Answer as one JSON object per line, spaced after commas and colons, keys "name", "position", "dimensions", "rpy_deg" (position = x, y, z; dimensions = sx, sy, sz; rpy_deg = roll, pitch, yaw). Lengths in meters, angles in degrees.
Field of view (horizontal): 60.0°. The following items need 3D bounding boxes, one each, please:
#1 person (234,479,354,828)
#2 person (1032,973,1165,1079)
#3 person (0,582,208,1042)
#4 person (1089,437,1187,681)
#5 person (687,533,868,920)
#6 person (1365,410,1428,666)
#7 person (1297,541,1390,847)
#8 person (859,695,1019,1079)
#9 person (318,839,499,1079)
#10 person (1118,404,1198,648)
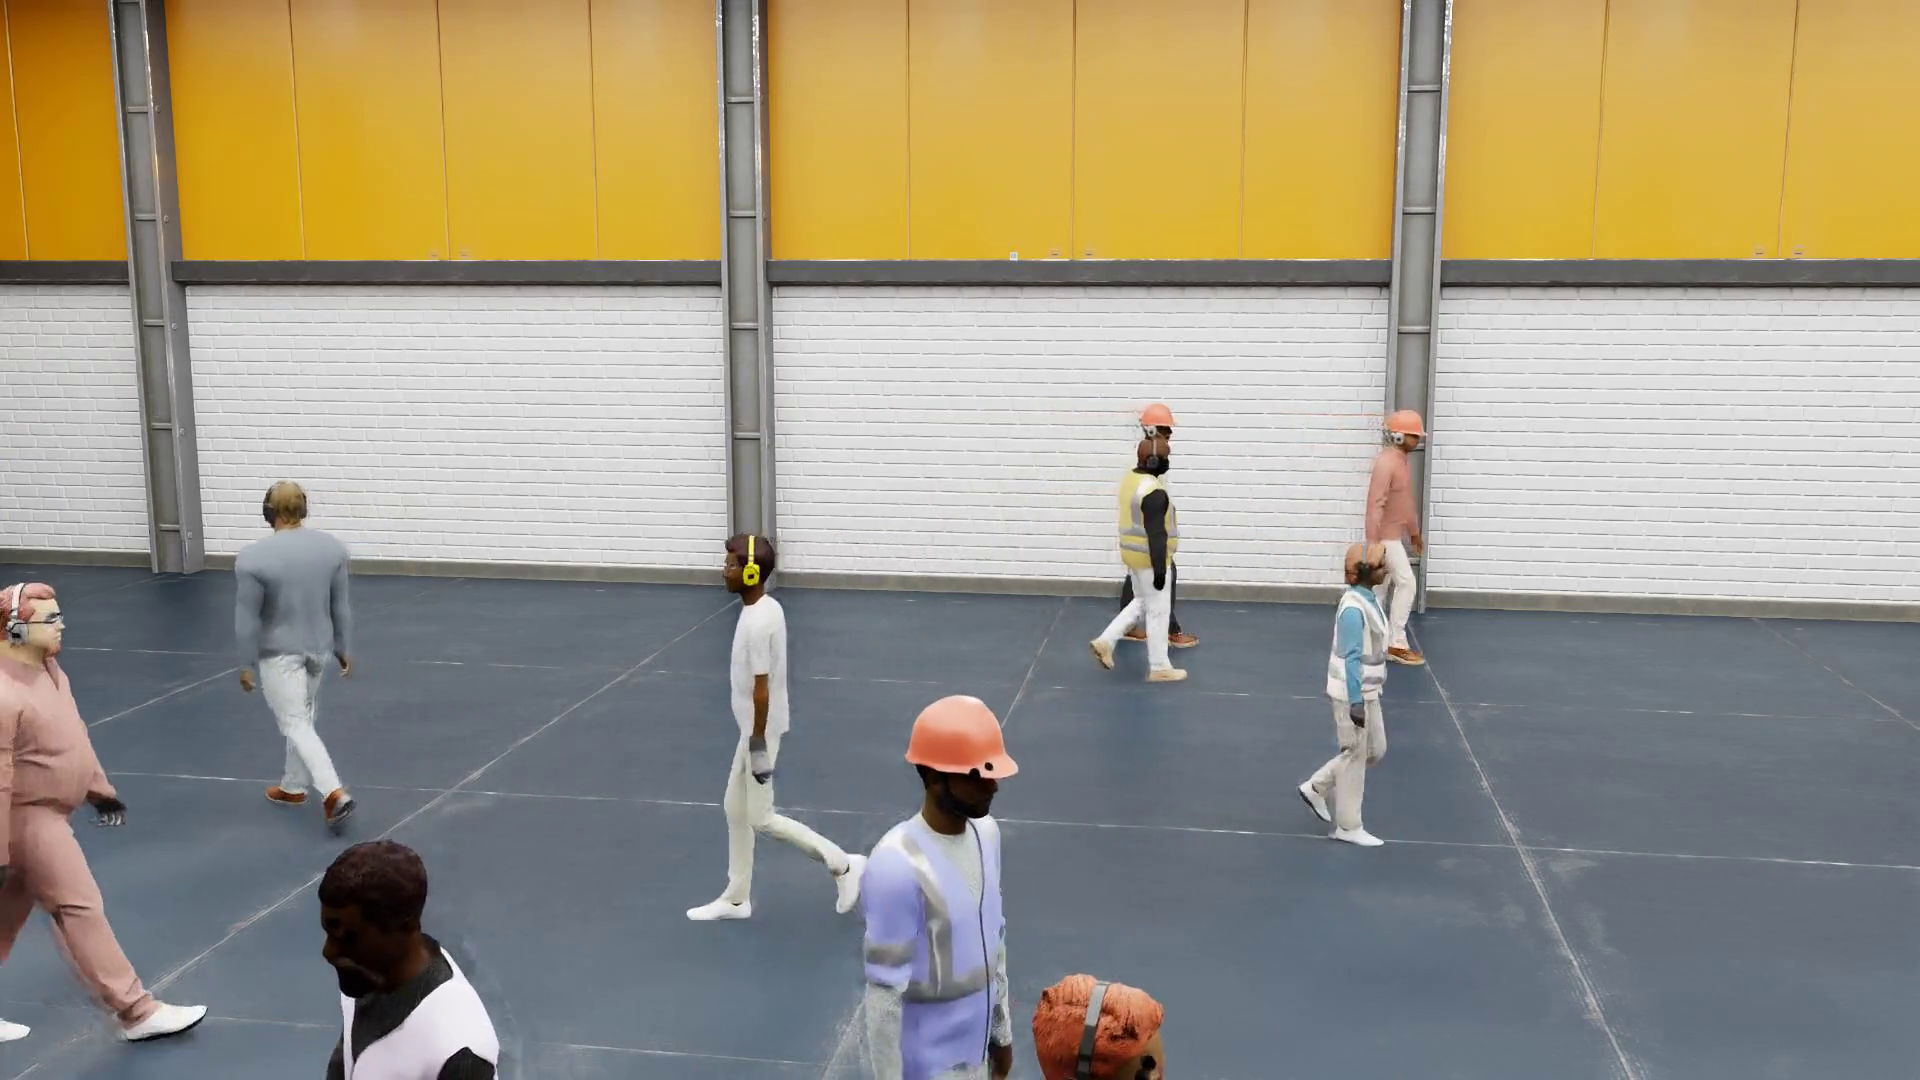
{"name": "person", "position": [-3.610, 0.618, 9.114], "dimensions": [0.925, 1.911, 0.638], "rpy_deg": [7, 12, 37]}
{"name": "person", "position": [0.294, 1.644, 2.927], "dimensions": [0.910, 1.842, 0.602], "rpy_deg": [1, 9, 7]}
{"name": "person", "position": [-3.536, 1.074, 6.448], "dimensions": [0.988, 1.854, 0.648], "rpy_deg": [-3, 10, -18]}
{"name": "person", "position": [1.345, 0.151, 12.215], "dimensions": [0.630, 1.829, 0.641], "rpy_deg": [-2, 10, -14]}
{"name": "person", "position": [-0.852, 0.880, 7.672], "dimensions": [0.780, 1.850, 0.509], "rpy_deg": [-1, 9, -5]}
{"name": "person", "position": [3.401, -0.023, 12.839], "dimensions": [0.734, 1.962, 0.630], "rpy_deg": [4, 10, 24]}
{"name": "person", "position": [2.055, 0.807, 8.772], "dimensions": [0.418, 1.631, 0.514], "rpy_deg": [4, 10, 24]}
{"name": "person", "position": [-0.018, 1.357, 4.472], "dimensions": [0.400, 1.926, 0.566], "rpy_deg": [5, 11, 29]}
{"name": "person", "position": [-1.164, 1.520, 3.724], "dimensions": [1.041, 1.858, 0.606], "rpy_deg": [-5, 10, -28]}
{"name": "person", "position": [1.646, -0.117, 13.458], "dimensions": [0.844, 1.963, 0.618], "rpy_deg": [2, 9, 13]}
